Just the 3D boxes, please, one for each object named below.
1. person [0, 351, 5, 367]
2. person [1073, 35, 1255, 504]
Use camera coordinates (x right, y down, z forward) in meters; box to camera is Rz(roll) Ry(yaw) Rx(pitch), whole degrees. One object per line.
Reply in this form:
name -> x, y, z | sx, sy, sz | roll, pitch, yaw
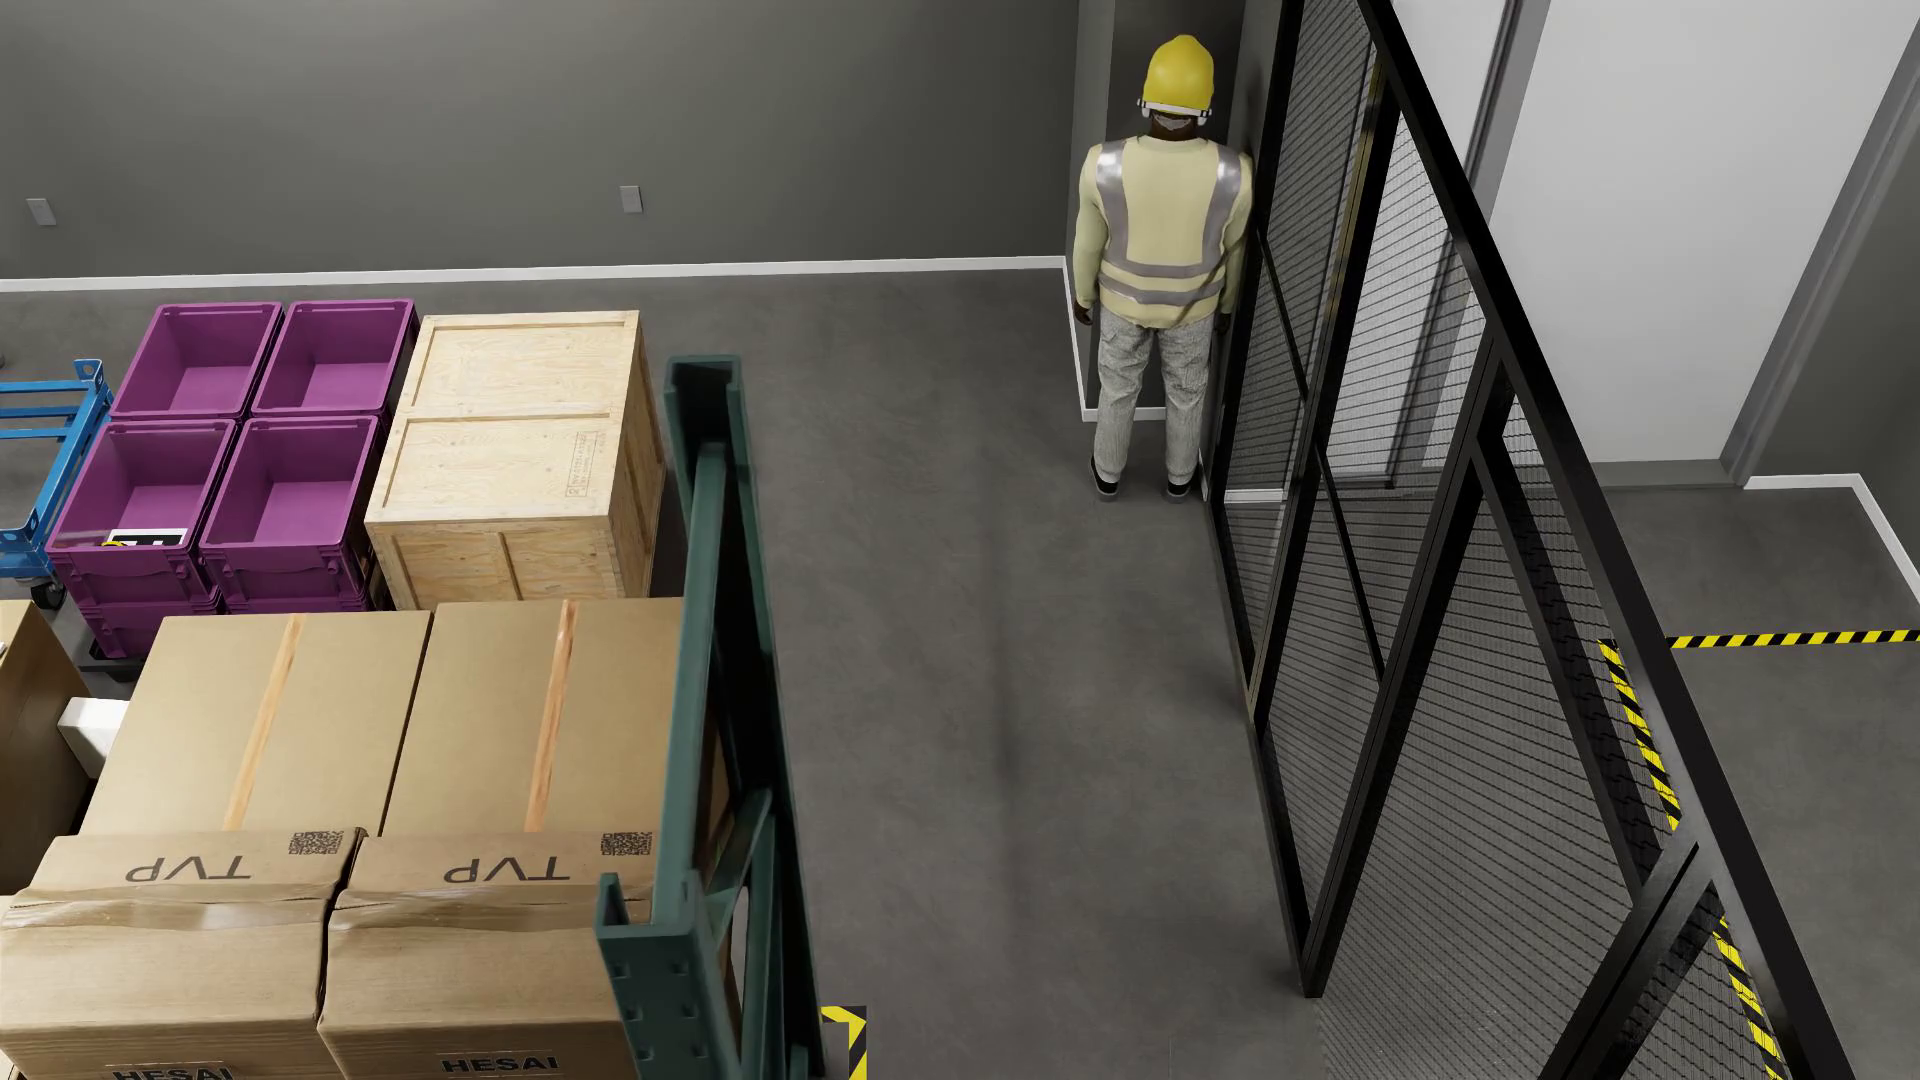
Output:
person -> -4.037, -1.271, 5.970 | 0.373, 1.940, 0.629 | -3, 46, -3
person -> 0.673, -0.858, 5.647 | 0.589, 1.834, 0.403 | 4, 46, 4
